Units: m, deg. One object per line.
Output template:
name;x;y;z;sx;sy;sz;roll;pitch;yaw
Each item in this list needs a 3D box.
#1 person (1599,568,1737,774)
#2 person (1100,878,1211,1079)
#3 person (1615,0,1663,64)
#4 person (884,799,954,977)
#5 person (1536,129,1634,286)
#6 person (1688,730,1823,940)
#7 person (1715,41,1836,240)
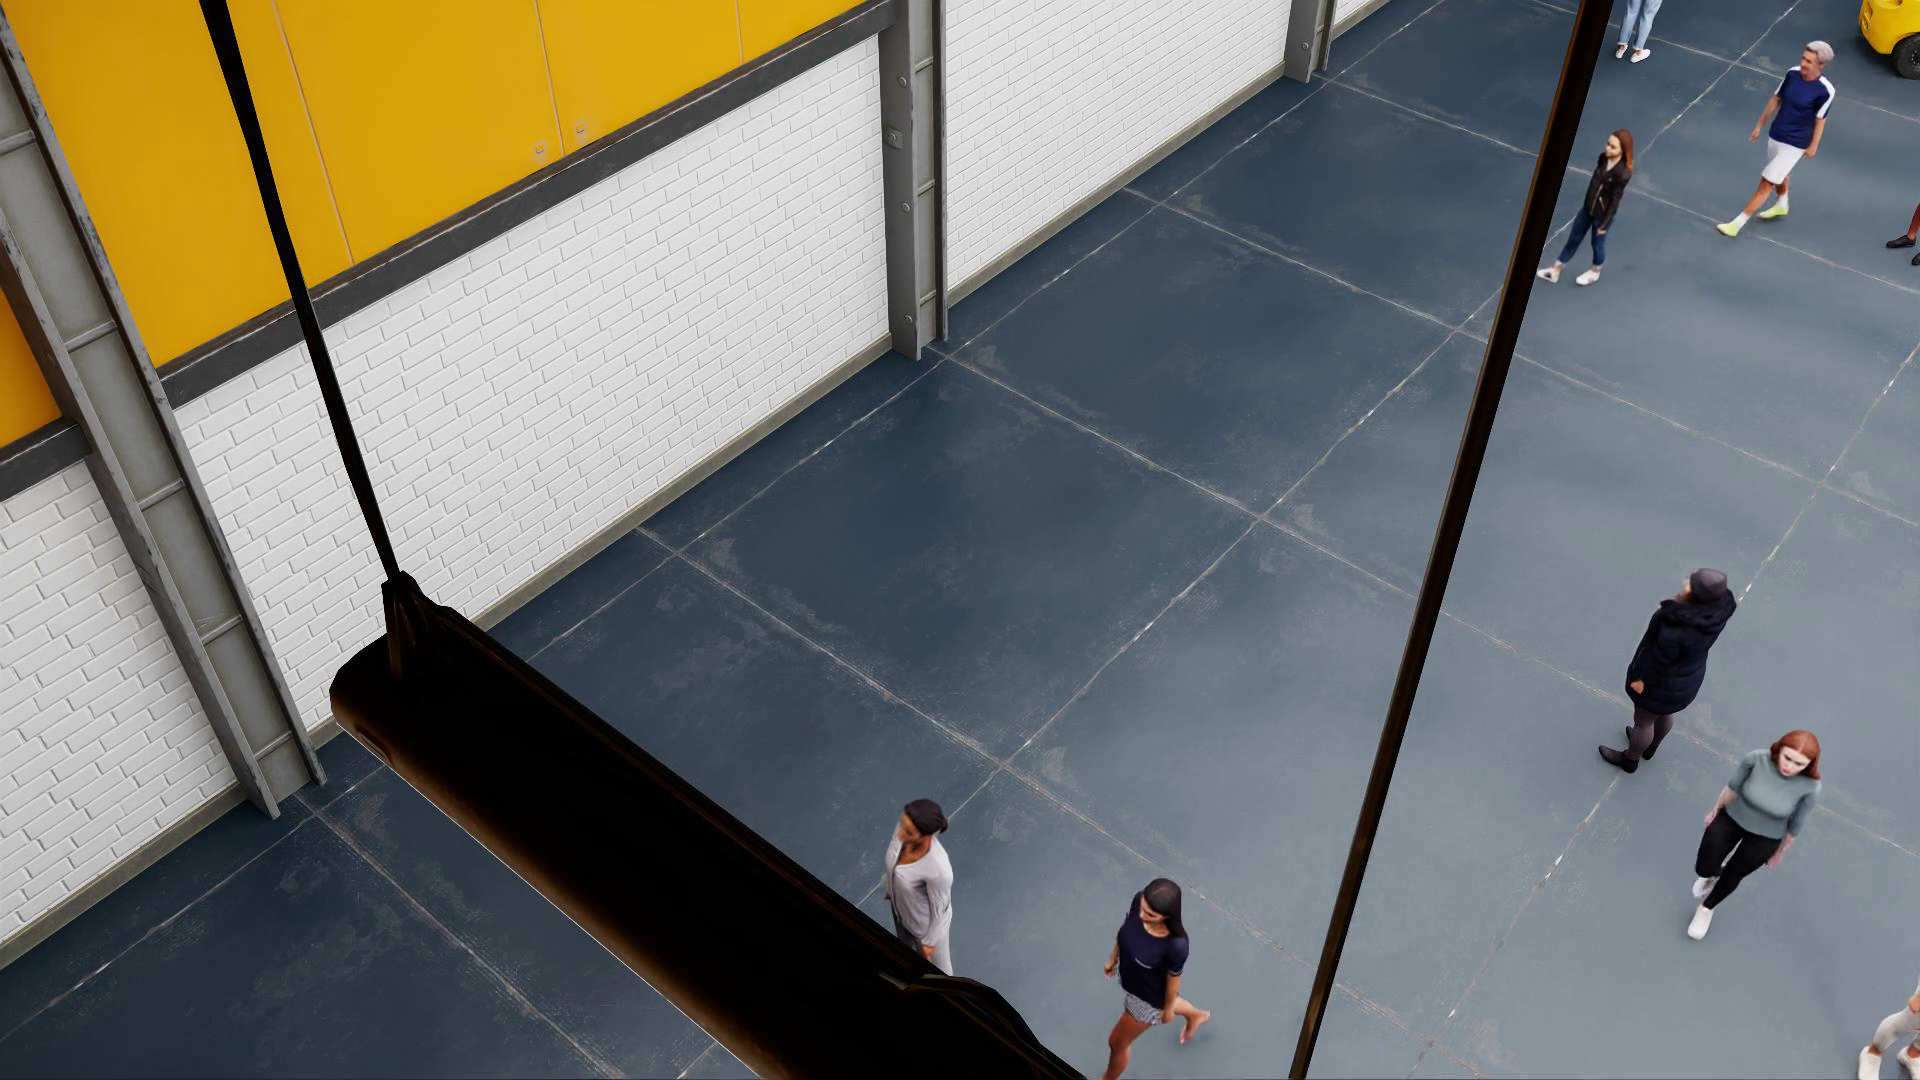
person;4.247;0.779;9.946;0.675;1.671;0.799;-26;49;-24
person;1.001;2.205;8.402;1.138;1.737;0.897;-16;46;-16
person;6.905;-5.634;16.640;0.624;1.723;0.534;32;52;29
person;-0.207;1.918;8.705;0.650;1.734;0.687;-24;49;-23
person;5.360;-2.748;13.801;0.930;1.461;0.815;-13;45;-13
person;4.335;1.549;9.096;0.580;1.729;0.658;31;51;28
person;7.195;-3.454;14.313;1.269;1.777;1.011;-17;46;-17
